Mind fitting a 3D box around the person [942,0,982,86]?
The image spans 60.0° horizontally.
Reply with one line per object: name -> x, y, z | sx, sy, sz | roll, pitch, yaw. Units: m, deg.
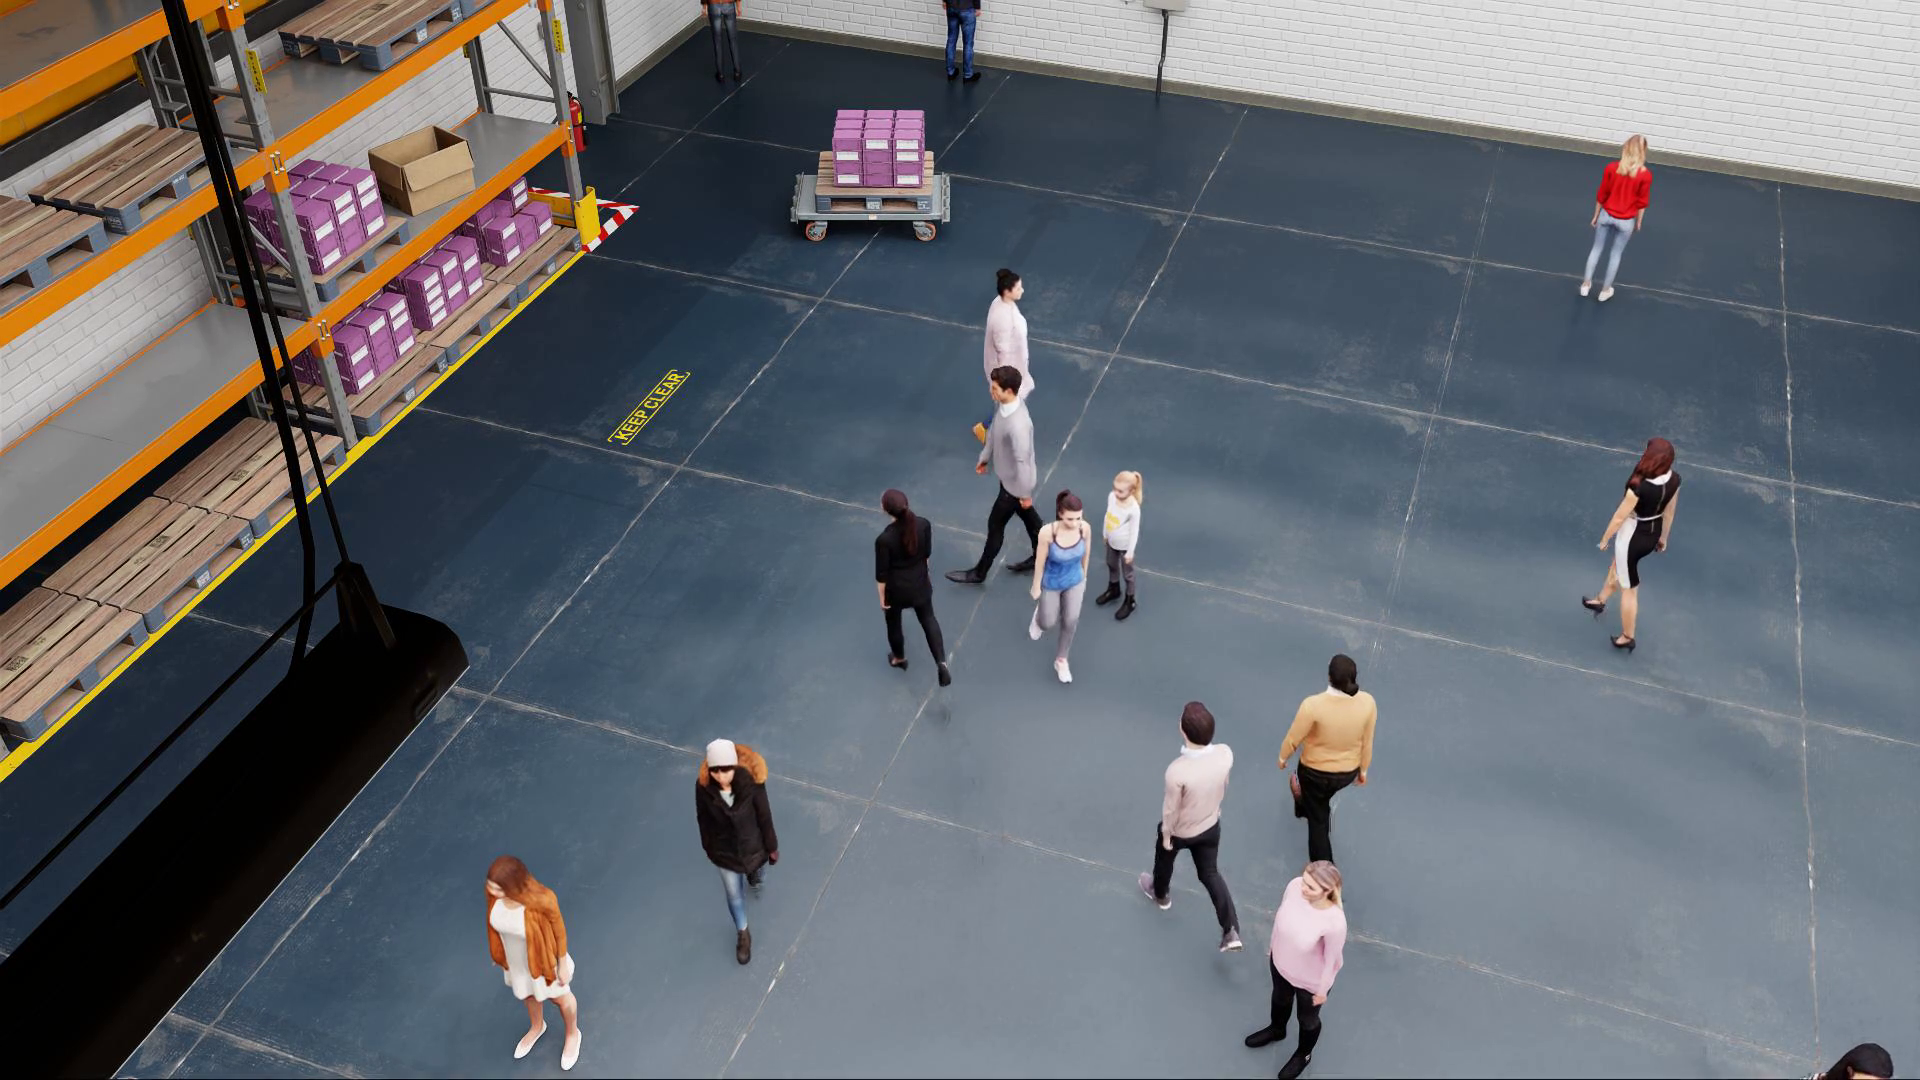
person -> 0.003, -6.439, 20.011 | 0.705, 1.894, 0.605 | 18, 42, 21

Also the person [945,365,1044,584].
person -> 0.510, -0.479, 12.554 | 1.098, 1.887, 1.149 | -4, 39, -5

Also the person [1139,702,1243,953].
person -> 1.422, 1.746, 9.854 | 1.141, 1.779, 1.150 | -18, 42, -22

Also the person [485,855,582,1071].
person -> -2.371, 2.290, 9.227 | 0.628, 1.712, 0.575 | 10, 40, 13

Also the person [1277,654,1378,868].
person -> 2.290, 1.473, 10.250 | 1.058, 1.712, 1.266 | -7, 39, -8

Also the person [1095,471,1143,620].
person -> 1.216, 0.008, 12.434 | 0.612, 1.275, 0.570 | -25, 45, -28

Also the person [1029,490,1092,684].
person -> 0.698, 0.270, 11.852 | 0.834, 1.591, 0.950 | -7, 39, -9

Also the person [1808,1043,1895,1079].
person -> 4.251, 3.019, 8.291 | 0.777, 1.740, 1.174 | 5, 39, 7

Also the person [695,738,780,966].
person -> -1.316, 1.755, 9.974 | 0.889, 1.616, 1.061 | -4, 39, -6

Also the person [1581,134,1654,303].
person -> 6.297, -3.068, 15.942 | 0.676, 1.704, 0.619 | 22, 43, 25

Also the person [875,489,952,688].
person -> -0.344, 0.375, 11.681 | 0.948, 1.642, 0.992 | -16, 41, -19

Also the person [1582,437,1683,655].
person -> 4.912, 0.089, 11.931 | 0.913, 1.775, 0.994 | -13, 41, -16

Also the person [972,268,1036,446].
person -> 0.306, -1.490, 13.939 | 0.882, 1.738, 0.806 | 3, 39, 3

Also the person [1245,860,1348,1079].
person -> 1.899, 2.344, 9.179 | 0.723, 1.687, 0.687 | -22, 44, -25

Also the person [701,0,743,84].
person -> -2.872, -6.416, 20.071 | 0.718, 1.782, 0.714 | -7, 39, -9
